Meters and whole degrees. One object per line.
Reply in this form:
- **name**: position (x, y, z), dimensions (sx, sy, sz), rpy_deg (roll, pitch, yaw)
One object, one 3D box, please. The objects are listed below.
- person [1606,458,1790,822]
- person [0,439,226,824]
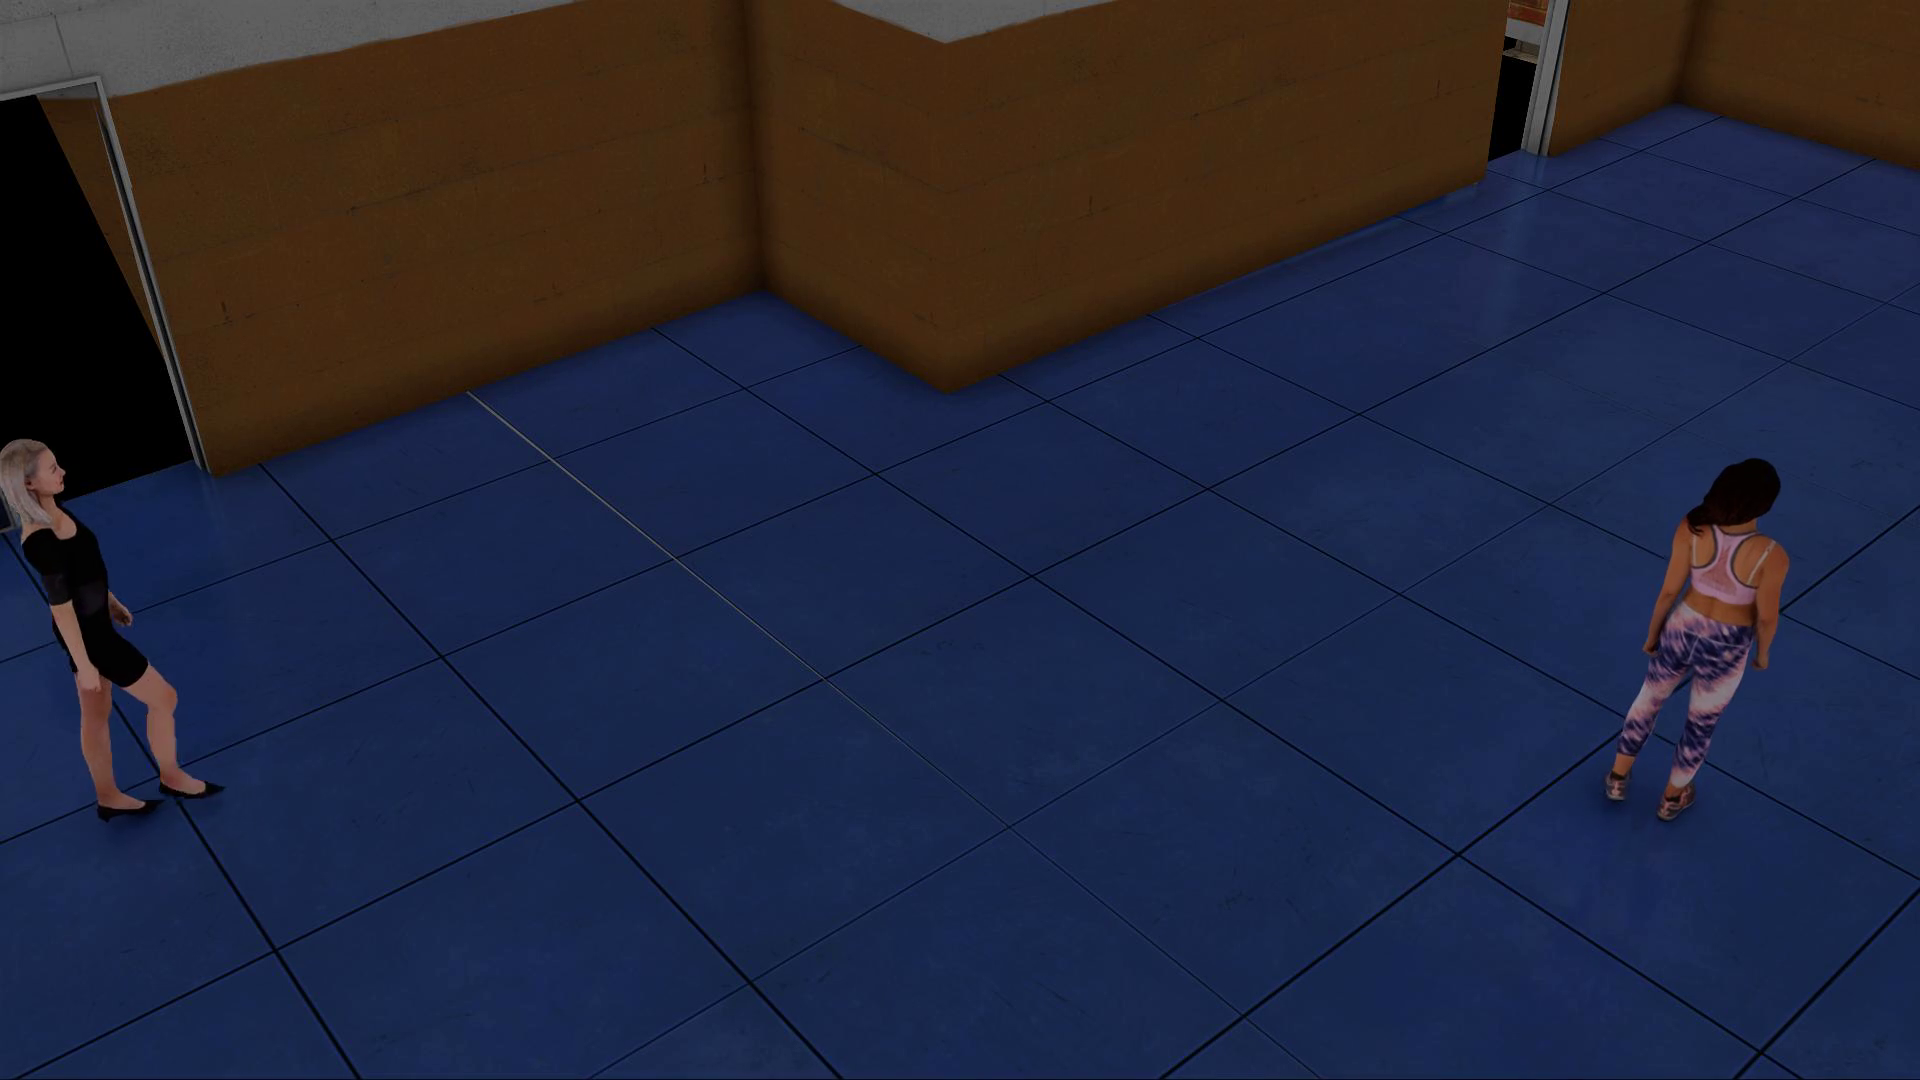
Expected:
- **person**: position (2.965, 0.460, 6.648), dimensions (0.615, 1.765, 0.723), rpy_deg (25, 41, 33)
- **person**: position (-3.574, 0.431, 6.647), dimensions (0.727, 1.815, 0.703), rpy_deg (-19, 38, -26)
